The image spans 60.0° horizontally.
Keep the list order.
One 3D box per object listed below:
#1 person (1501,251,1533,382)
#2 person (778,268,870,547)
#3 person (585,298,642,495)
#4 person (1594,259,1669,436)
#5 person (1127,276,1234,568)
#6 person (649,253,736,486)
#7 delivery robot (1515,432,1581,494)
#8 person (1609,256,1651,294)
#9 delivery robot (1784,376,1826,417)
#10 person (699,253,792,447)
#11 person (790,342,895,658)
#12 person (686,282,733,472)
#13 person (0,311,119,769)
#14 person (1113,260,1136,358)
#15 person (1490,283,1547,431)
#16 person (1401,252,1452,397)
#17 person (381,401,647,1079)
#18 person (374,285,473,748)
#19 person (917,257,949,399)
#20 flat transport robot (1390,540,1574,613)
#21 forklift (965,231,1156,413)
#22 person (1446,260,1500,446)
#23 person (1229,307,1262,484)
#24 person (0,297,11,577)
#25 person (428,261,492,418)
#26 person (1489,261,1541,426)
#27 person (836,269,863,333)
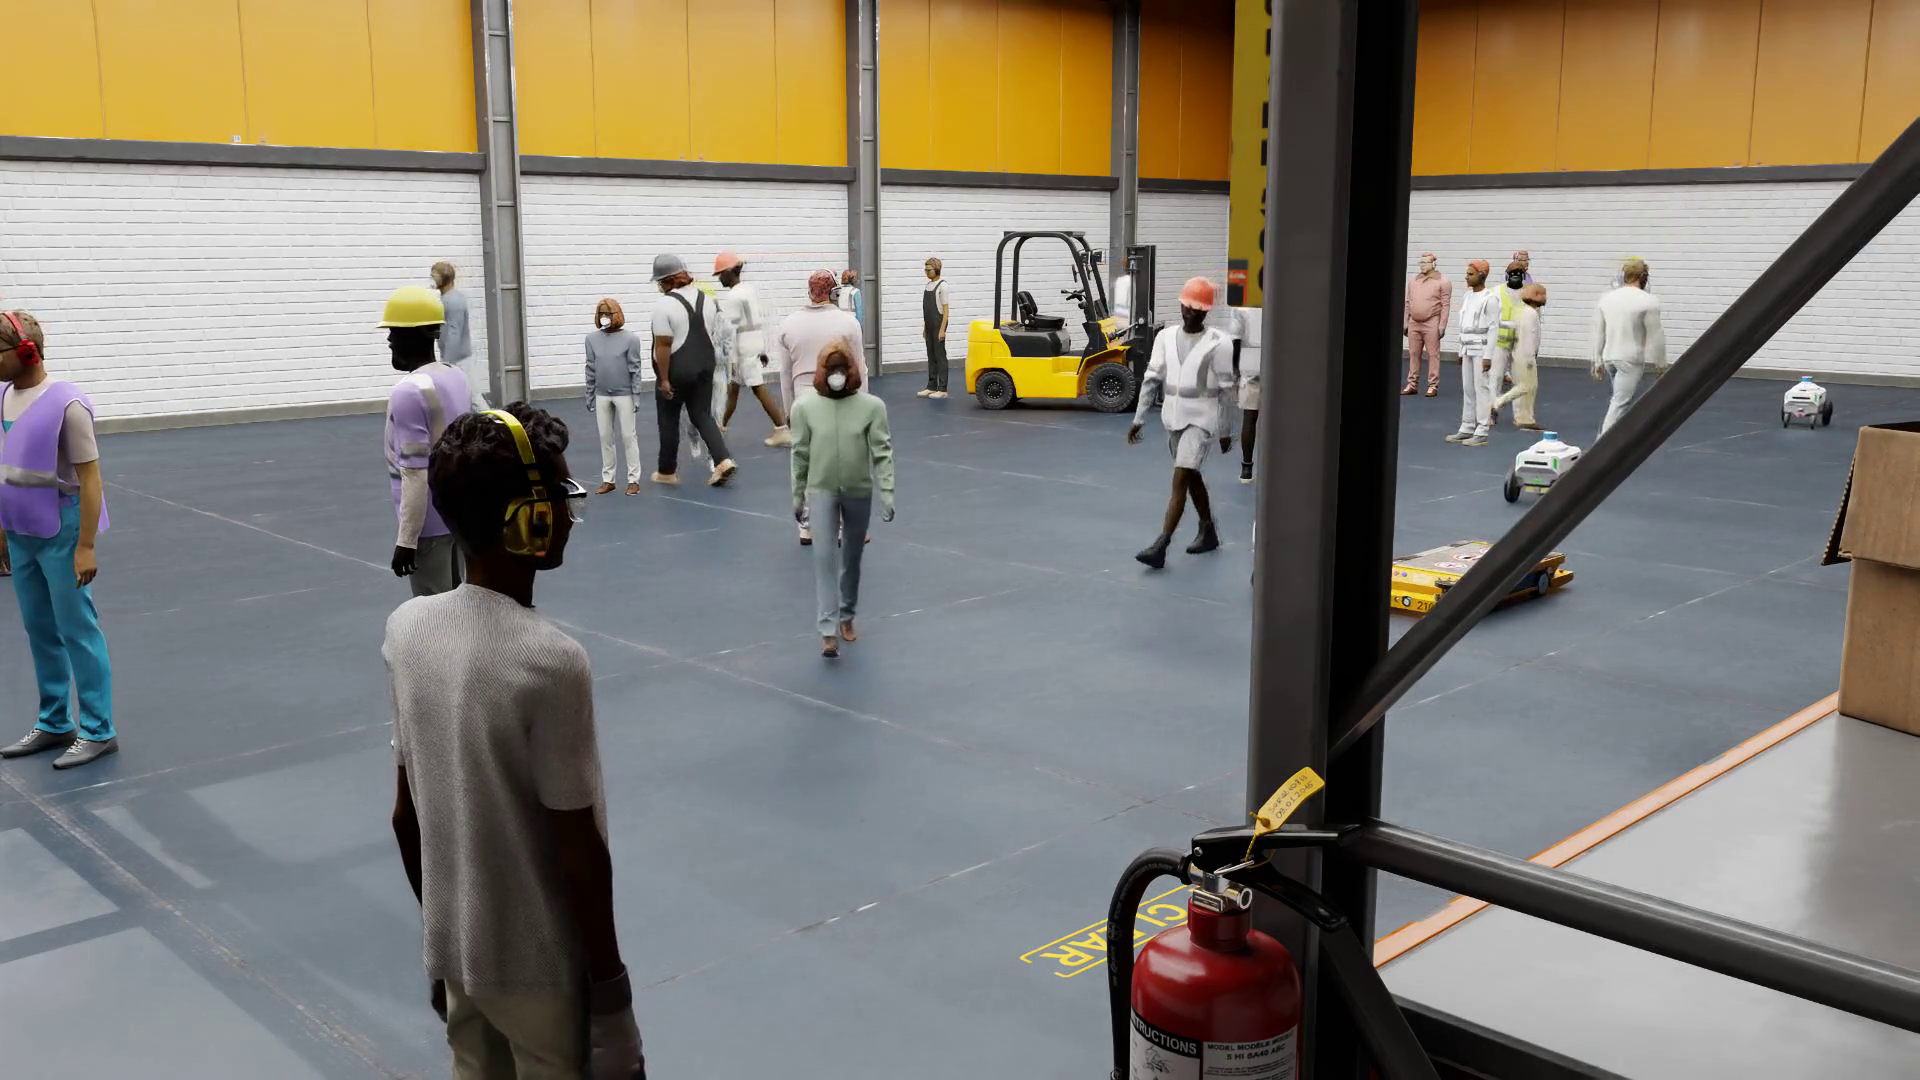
[{"bbox_3d":[8.137,-3.251,24.239,0.649,1.907,0.409,-9,14,-41],"label":"person"},{"bbox_3d":[-0.911,-0.900,11.418,0.639,1.910,0.407,4,11,21],"label":"person"},{"bbox_3d":[-2.849,-1.175,13.691,0.501,1.626,0.282,3,11,14],"label":"person"},{"bbox_3d":[6.279,-1.635,15.441,0.908,1.896,0.628,-4,11,-22],"label":"person"},{"bbox_3d":[1.475,-0.772,10.837,0.573,1.870,1.048,9,14,41],"label":"person"},{"bbox_3d":[-2.304,-1.462,14.118,0.865,2.000,0.672,10,14,42],"label":"person"},{"bbox_3d":[4.727,-0.626,13.355,0.477,0.478,0.707,7,13,34],"label":"delivery robot"},{"bbox_3d":[9.850,-3.260,24.499,0.594,1.828,0.403,6,12,31],"label":"person"},{"bbox_3d":[9.453,-1.587,18.595,0.477,0.478,0.707,7,13,33],"label":"delivery robot"},{"bbox_3d":[-2.184,-1.906,16.785,1.075,1.960,0.662,2,11,10],"label":"person"},{"bbox_3d":[-0.598,-0.204,8.469,0.518,1.586,0.847,-1,10,-8],"label":"person"},{"bbox_3d":[-2.330,-1.500,15.235,0.490,1.718,0.703,-2,11,-13],"label":"person"},{"bbox_3d":[-3.673,-0.001,6.705,0.571,1.835,0.394,5,12,28],"label":"person"},{"bbox_3d":[2.321,-2.925,22.585,0.624,1.861,0.613,-7,13,-34],"label":"person"},{"bbox_3d":[6.133,-1.995,18.164,0.571,1.612,0.527,4,11,20],"label":"person"},{"bbox_3d":[6.172,-2.859,22.101,0.641,1.908,0.407,10,14,43],"label":"person"},{"bbox_3d":[-0.711,0.707,2.753,0.507,1.872,0.329,8,13,36],"label":"person"},{"bbox_3d":[-2.214,-0.088,6.933,0.371,1.927,0.588,0,10,3],"label":"person"},{"bbox_3d":[-0.333,-2.777,21.829,0.346,1.843,0.507,-6,12,-32],"label":"person"},{"bbox_3d":[3.003,0.211,9.821,0.652,0.197,1.431,10,14,43],"label":"flat transport robot"},{"bbox_3d":[1.222,-2.721,20.561,2.313,2.155,1.214,2,11,13],"label":"forklift"},{"bbox_3d":[5.249,-1.899,16.933,0.362,1.883,0.575,-2,11,-12],"label":"person"},{"bbox_3d":[2.617,-1.456,14.285,0.609,1.964,0.367,3,11,16],"label":"person"},{"bbox_3d":[-6.127,-0.728,10.420,0.384,1.929,0.541,-4,11,-21],"label":"person"},{"bbox_3d":[-4.950,-1.742,16.079,1.009,1.885,0.647,-6,12,-30],"label":"person"},{"bbox_3d":[6.182,-2.193,18.651,0.626,1.844,0.429,2,11,10],"label":"person"},{"bbox_3d":[-1.619,-3.110,24.209,0.514,1.636,0.314,9,14,41],"label":"person"}]
